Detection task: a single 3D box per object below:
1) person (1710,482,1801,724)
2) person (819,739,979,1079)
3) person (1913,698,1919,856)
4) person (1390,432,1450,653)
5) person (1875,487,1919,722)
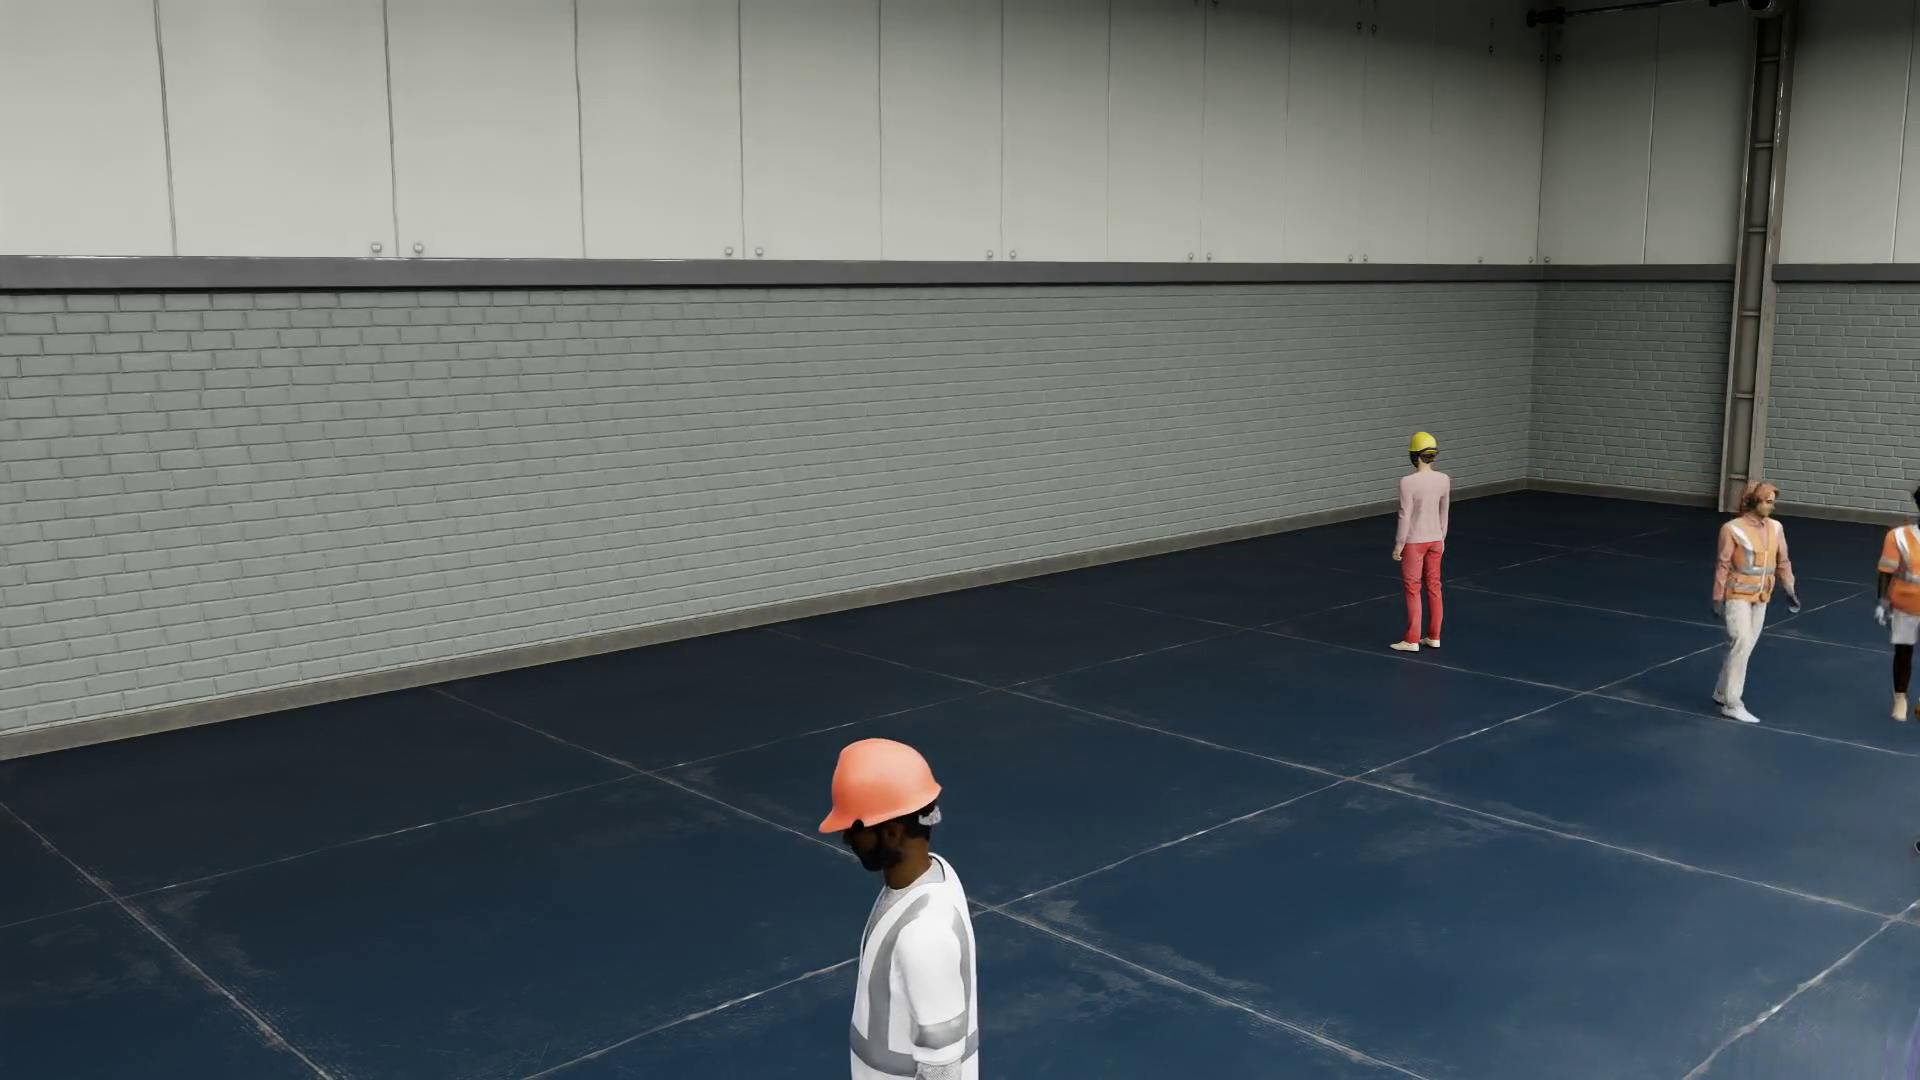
[{"bbox_3d":[5.385,0.410,11.374,0.530,1.617,0.550,-4,10,-23],"label":"person"},{"bbox_3d":[-0.147,1.424,4.093,0.382,1.923,0.551,-1,9,-5],"label":"person"},{"bbox_3d":[5.172,0.768,8.471,0.589,1.827,0.404,1,9,4],"label":"person"},{"bbox_3d":[3.670,0.019,13.303,0.534,1.767,0.319,-5,10,-29],"label":"person"},{"bbox_3d":[6.327,0.454,10.946,0.548,1.646,0.880,5,10,28],"label":"person"}]
